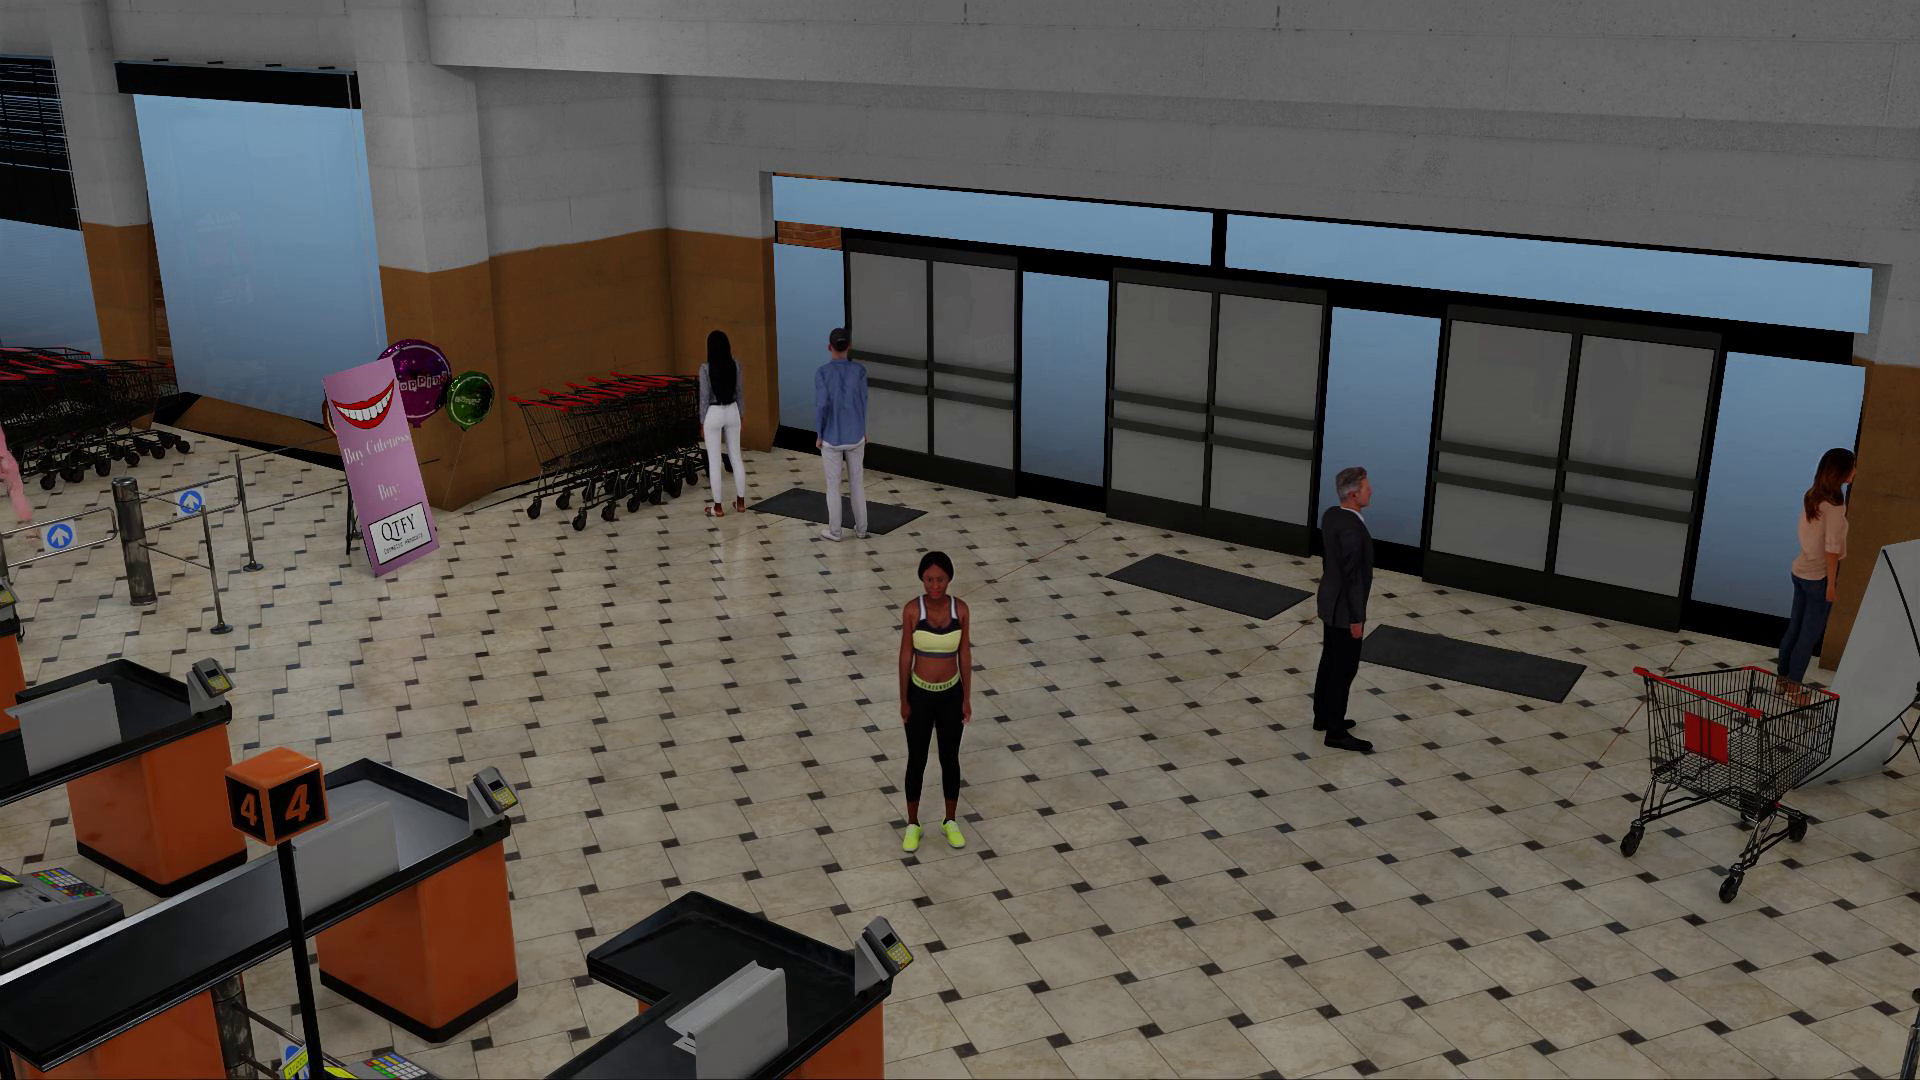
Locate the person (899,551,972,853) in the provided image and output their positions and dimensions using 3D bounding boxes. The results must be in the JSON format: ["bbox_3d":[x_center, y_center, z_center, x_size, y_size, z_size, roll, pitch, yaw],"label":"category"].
[{"bbox_3d":[-0.143,0.889,9.313,0.639,1.755,0.693,-2,19,-7],"label":"person"}]

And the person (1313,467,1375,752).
[{"bbox_3d":[2.452,0.411,10.594,0.860,1.842,0.772,-1,19,-3],"label":"person"}]

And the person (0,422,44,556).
[{"bbox_3d":[-8.204,-0.666,13.892,0.858,1.777,1.039,4,19,12],"label":"person"}]

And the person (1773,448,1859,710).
[{"bbox_3d":[5.740,0.243,11.174,0.734,1.791,0.621,2,19,5],"label":"person"}]

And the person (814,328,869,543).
[{"bbox_3d":[-1.025,-0.915,14.456,0.697,1.888,0.803,-7,20,-21],"label":"person"}]

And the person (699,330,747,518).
[{"bbox_3d":[-2.173,-1.075,15.185,0.589,1.725,0.722,-11,22,-30],"label":"person"}]
